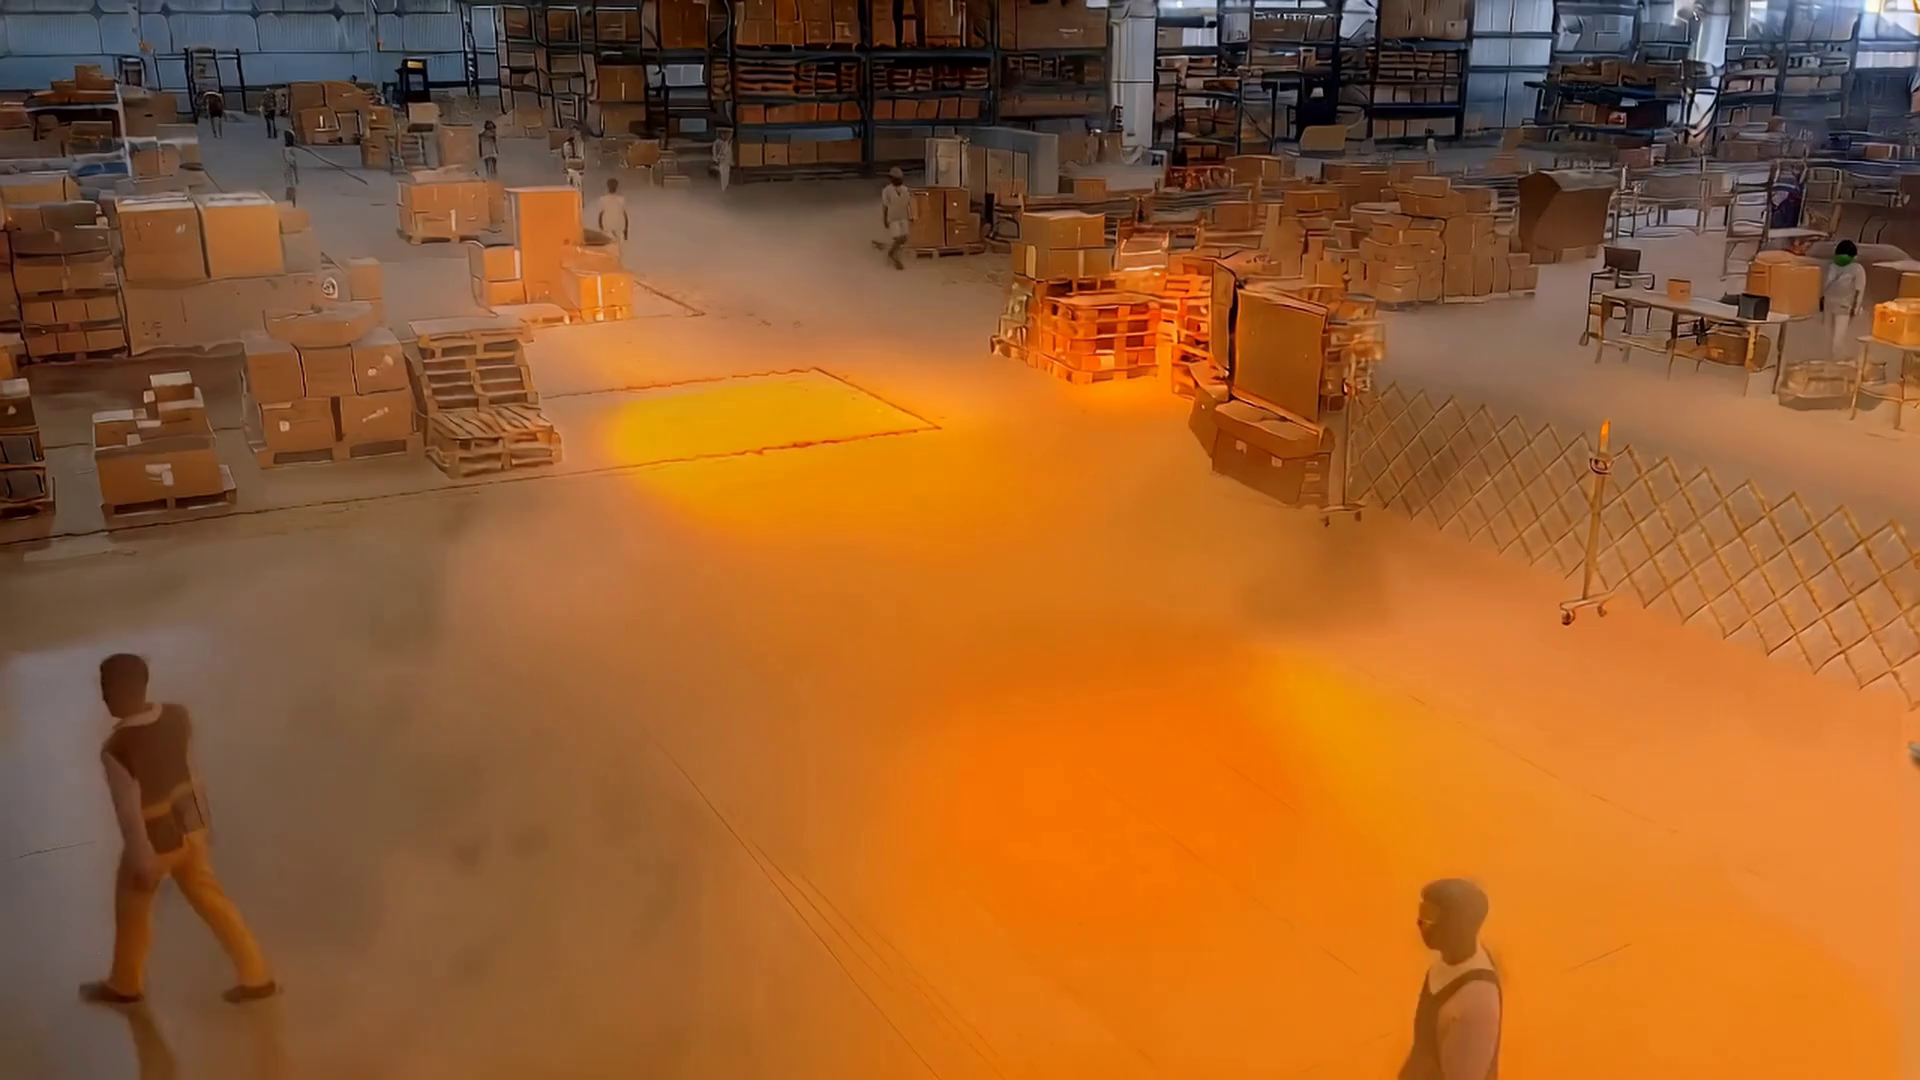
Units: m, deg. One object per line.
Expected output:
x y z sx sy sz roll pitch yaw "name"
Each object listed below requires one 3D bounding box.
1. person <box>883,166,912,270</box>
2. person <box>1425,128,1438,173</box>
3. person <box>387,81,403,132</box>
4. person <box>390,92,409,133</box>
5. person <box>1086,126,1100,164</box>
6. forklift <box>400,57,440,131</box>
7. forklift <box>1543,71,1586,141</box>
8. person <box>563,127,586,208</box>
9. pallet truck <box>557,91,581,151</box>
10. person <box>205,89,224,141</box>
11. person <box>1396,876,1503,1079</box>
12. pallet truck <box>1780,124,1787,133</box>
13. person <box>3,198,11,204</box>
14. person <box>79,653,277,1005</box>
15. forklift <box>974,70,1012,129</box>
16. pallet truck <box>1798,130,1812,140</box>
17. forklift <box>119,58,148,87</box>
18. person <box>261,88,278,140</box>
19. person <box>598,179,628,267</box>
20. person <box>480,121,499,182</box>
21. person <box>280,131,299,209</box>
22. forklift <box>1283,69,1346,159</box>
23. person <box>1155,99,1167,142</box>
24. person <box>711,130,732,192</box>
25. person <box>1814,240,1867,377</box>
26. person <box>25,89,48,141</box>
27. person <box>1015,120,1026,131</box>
-1.212 -6.063 31.294 0.553 1.918 0.664 -10 21 -29 "person"
12.719 -10.298 44.949 0.270 1.631 0.507 3 18 10 "person"
-22.336 -17.179 65.885 0.626 1.961 0.948 -13 22 -35 "person"
-19.626 -14.712 58.266 0.593 1.911 0.383 -7 19 -20 "person"
3.542 -9.988 43.769 0.528 1.767 0.330 16 24 41 "person"
-21.701 -17.858 66.508 1.129 2.768 1.873 -11 21 -32 "forklift"
18.685 -13.231 52.085 1.873 2.768 1.129 -9 20 -26 "forklift"
-9.455 -9.134 40.829 0.543 1.939 0.361 -3 18 -8 "person"
-13.495 -14.412 57.188 0.823 1.965 1.885 -3 18 -9 "pallet truck"
-27.591 -15.721 61.520 0.429 1.845 0.627 14 23 38 "person"
1.686 2.058 6.120 0.699 1.819 0.527 4 18 11 "person"
25.206 -12.542 52.601 1.601 1.201 0.680 0 18 -2 "pallet truck"
-24.069 -9.164 40.986 0.976 1.893 0.661 -9 20 -26 "person"
-3.862 1.419 8.055 1.015 1.872 0.611 3 18 9 "person"
1.271 -13.654 53.401 1.873 2.768 1.129 -9 20 -26 "forklift"
25.526 -11.556 49.408 1.630 1.274 0.653 -9 20 -26 "pallet truck"
-32.344 -17.497 65.384 1.129 2.768 1.873 -9 20 -26 "forklift"
-25.722 -15.916 62.052 0.549 1.899 0.967 -3 18 -9 "person"
-6.249 -5.585 29.982 0.503 1.807 1.011 -7 19 -21 "person"
-13.293 -10.981 46.990 0.322 1.689 0.530 16 24 40 "person"
-15.876 -8.698 39.457 0.386 1.950 0.606 -16 24 -41 "person"
11.615 -13.871 54.079 1.129 2.768 1.873 -9 20 -27 "forklift"
7.126 -15.053 59.815 0.523 1.592 0.801 -6 19 -19 "person"
-6.335 -10.055 44.207 0.539 1.618 0.517 2 18 5 "person"
11.662 -3.069 22.096 0.403 1.828 0.595 -6 19 -18 "person"
-33.923 -15.586 61.009 0.793 1.890 0.647 10 20 29 "person"
1.831 -11.435 48.532 0.402 1.605 0.620 8 19 23 "person"
